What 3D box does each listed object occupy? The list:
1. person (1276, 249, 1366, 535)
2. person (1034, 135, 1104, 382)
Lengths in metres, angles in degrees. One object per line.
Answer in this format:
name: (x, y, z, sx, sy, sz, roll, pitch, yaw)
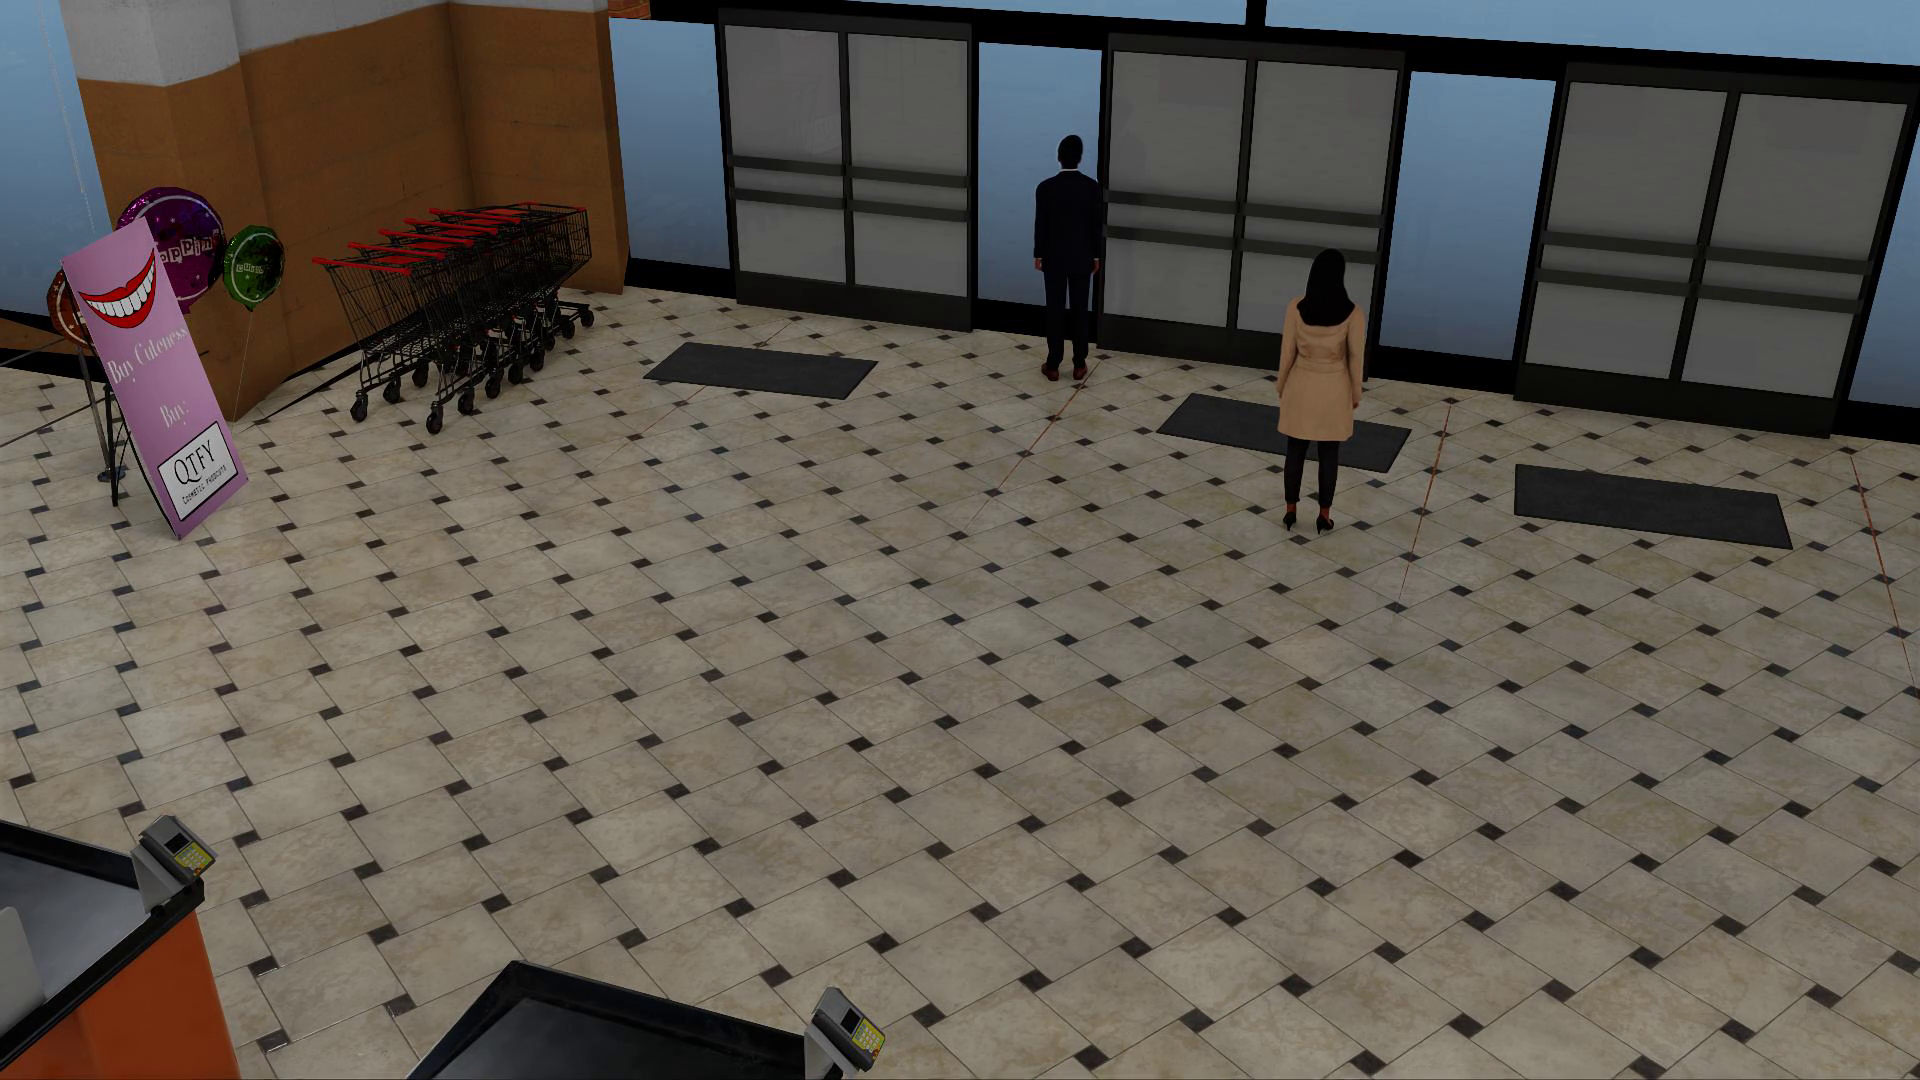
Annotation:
person: (2.024, -0.825, 9.404, 0.636, 1.682, 0.512, 10, 28, 18)
person: (0.750, -1.948, 11.568, 0.704, 1.727, 0.679, -2, 27, -4)
